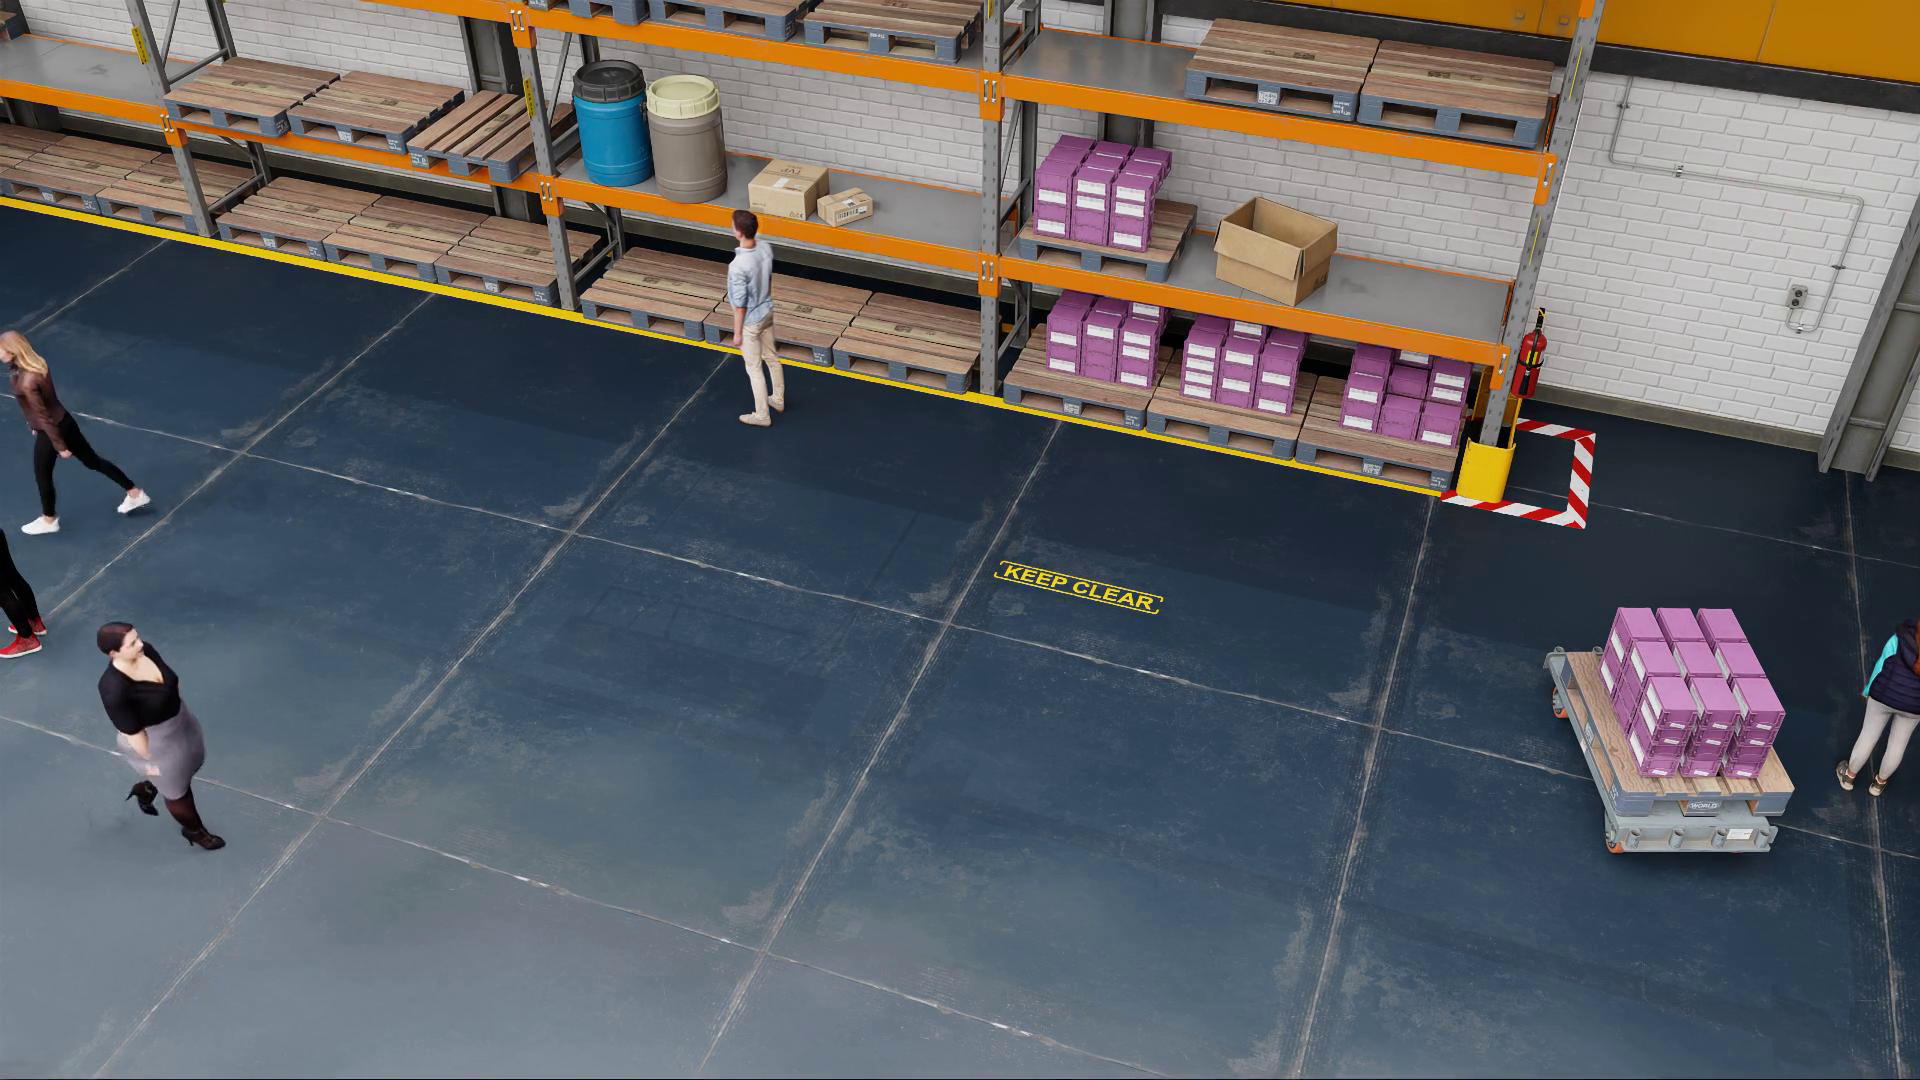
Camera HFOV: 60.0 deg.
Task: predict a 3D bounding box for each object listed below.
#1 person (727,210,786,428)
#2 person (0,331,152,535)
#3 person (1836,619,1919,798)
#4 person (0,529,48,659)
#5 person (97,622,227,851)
[{"bbox_3d":[-1.617,-1.743,13.086,0.575,1.846,0.679,18,42,22],"label":"person"},{"bbox_3d":[-6.452,-0.793,12.042,1.194,1.663,1.005,-9,39,-11],"label":"person"},{"bbox_3d":[5.665,0.943,10.000,0.516,1.500,0.628,14,41,17],"label":"person"},{"bbox_3d":[-6.430,0.049,10.979,0.694,1.675,0.681,-5,39,-6],"label":"person"},{"bbox_3d":[-4.686,1.142,9.554,0.925,1.745,0.792,2,39,3],"label":"person"}]
